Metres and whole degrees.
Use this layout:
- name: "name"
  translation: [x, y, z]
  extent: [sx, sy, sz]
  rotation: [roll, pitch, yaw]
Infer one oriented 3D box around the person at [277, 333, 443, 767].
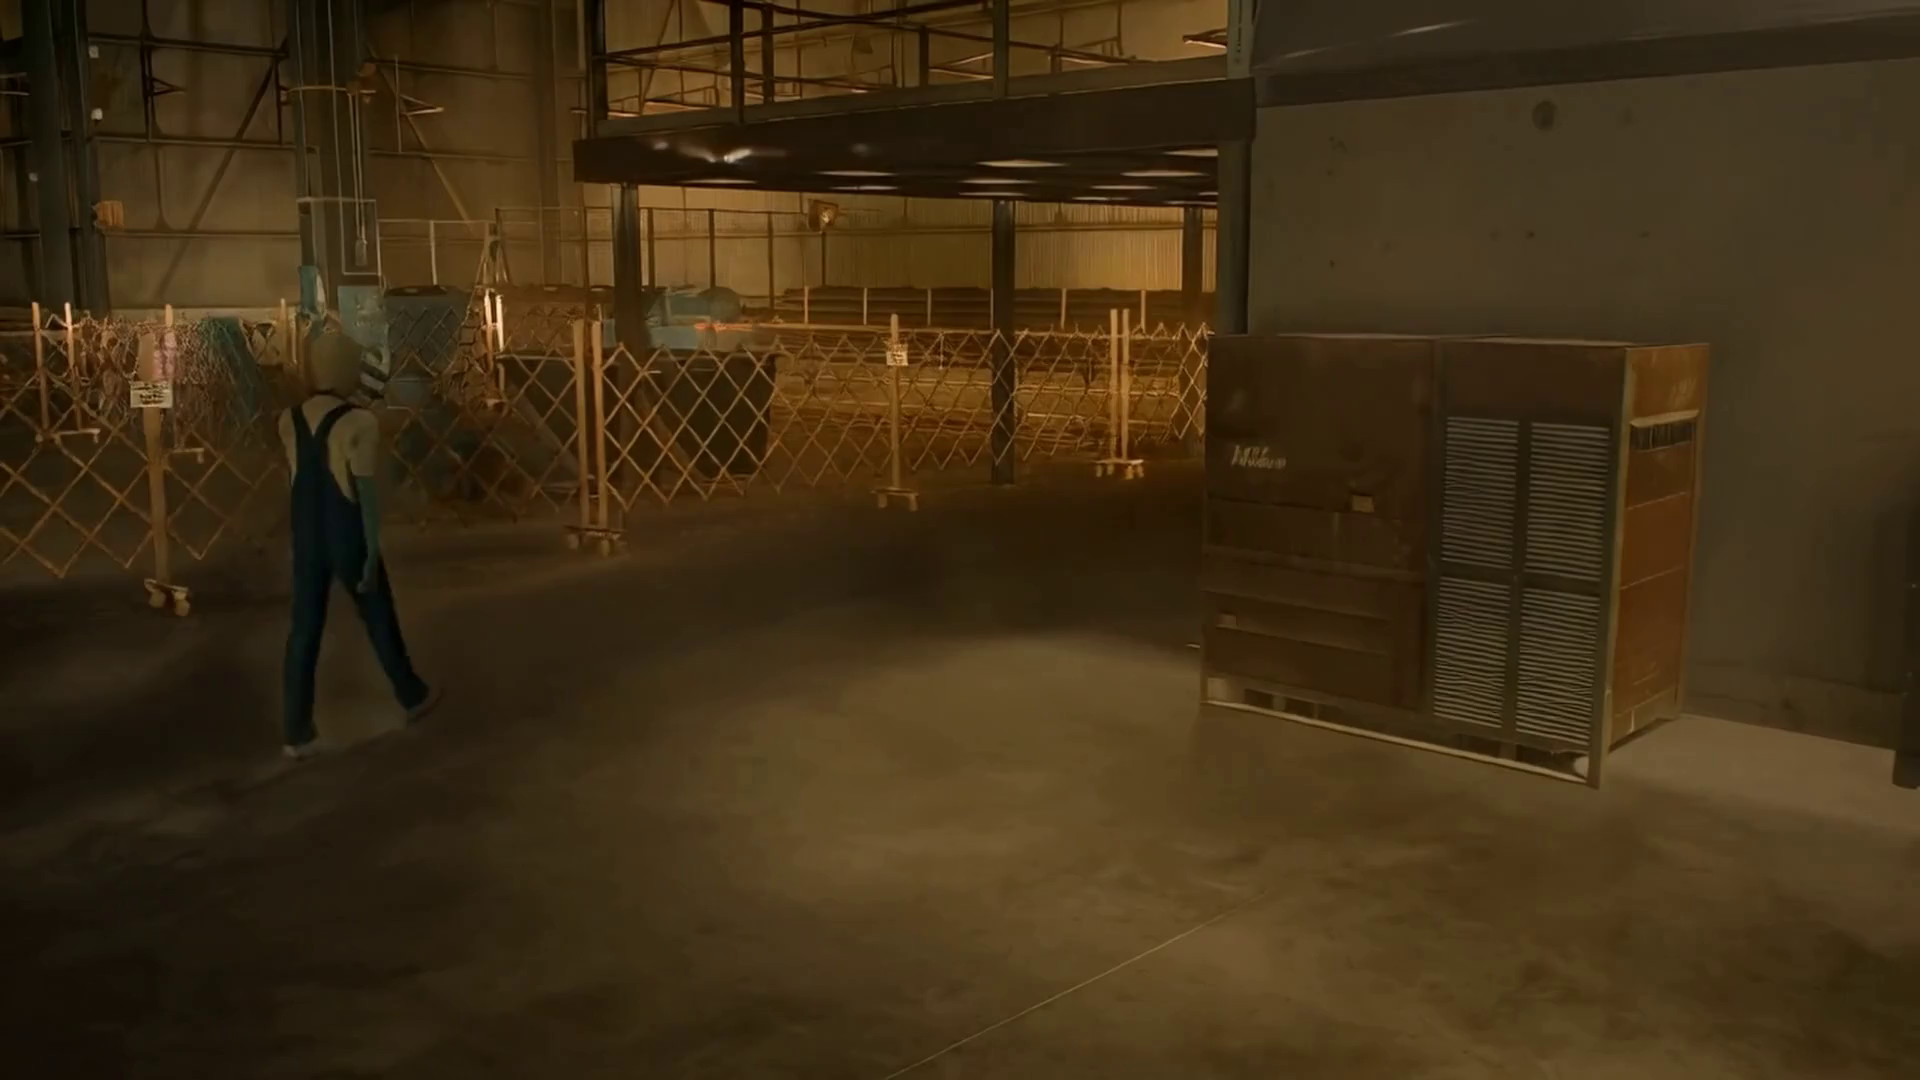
- name: "person"
  translation: [-2.644, 0.010, 7.197]
  extent: [0.513, 1.794, 0.959]
  rotation: [2, 10, 13]
